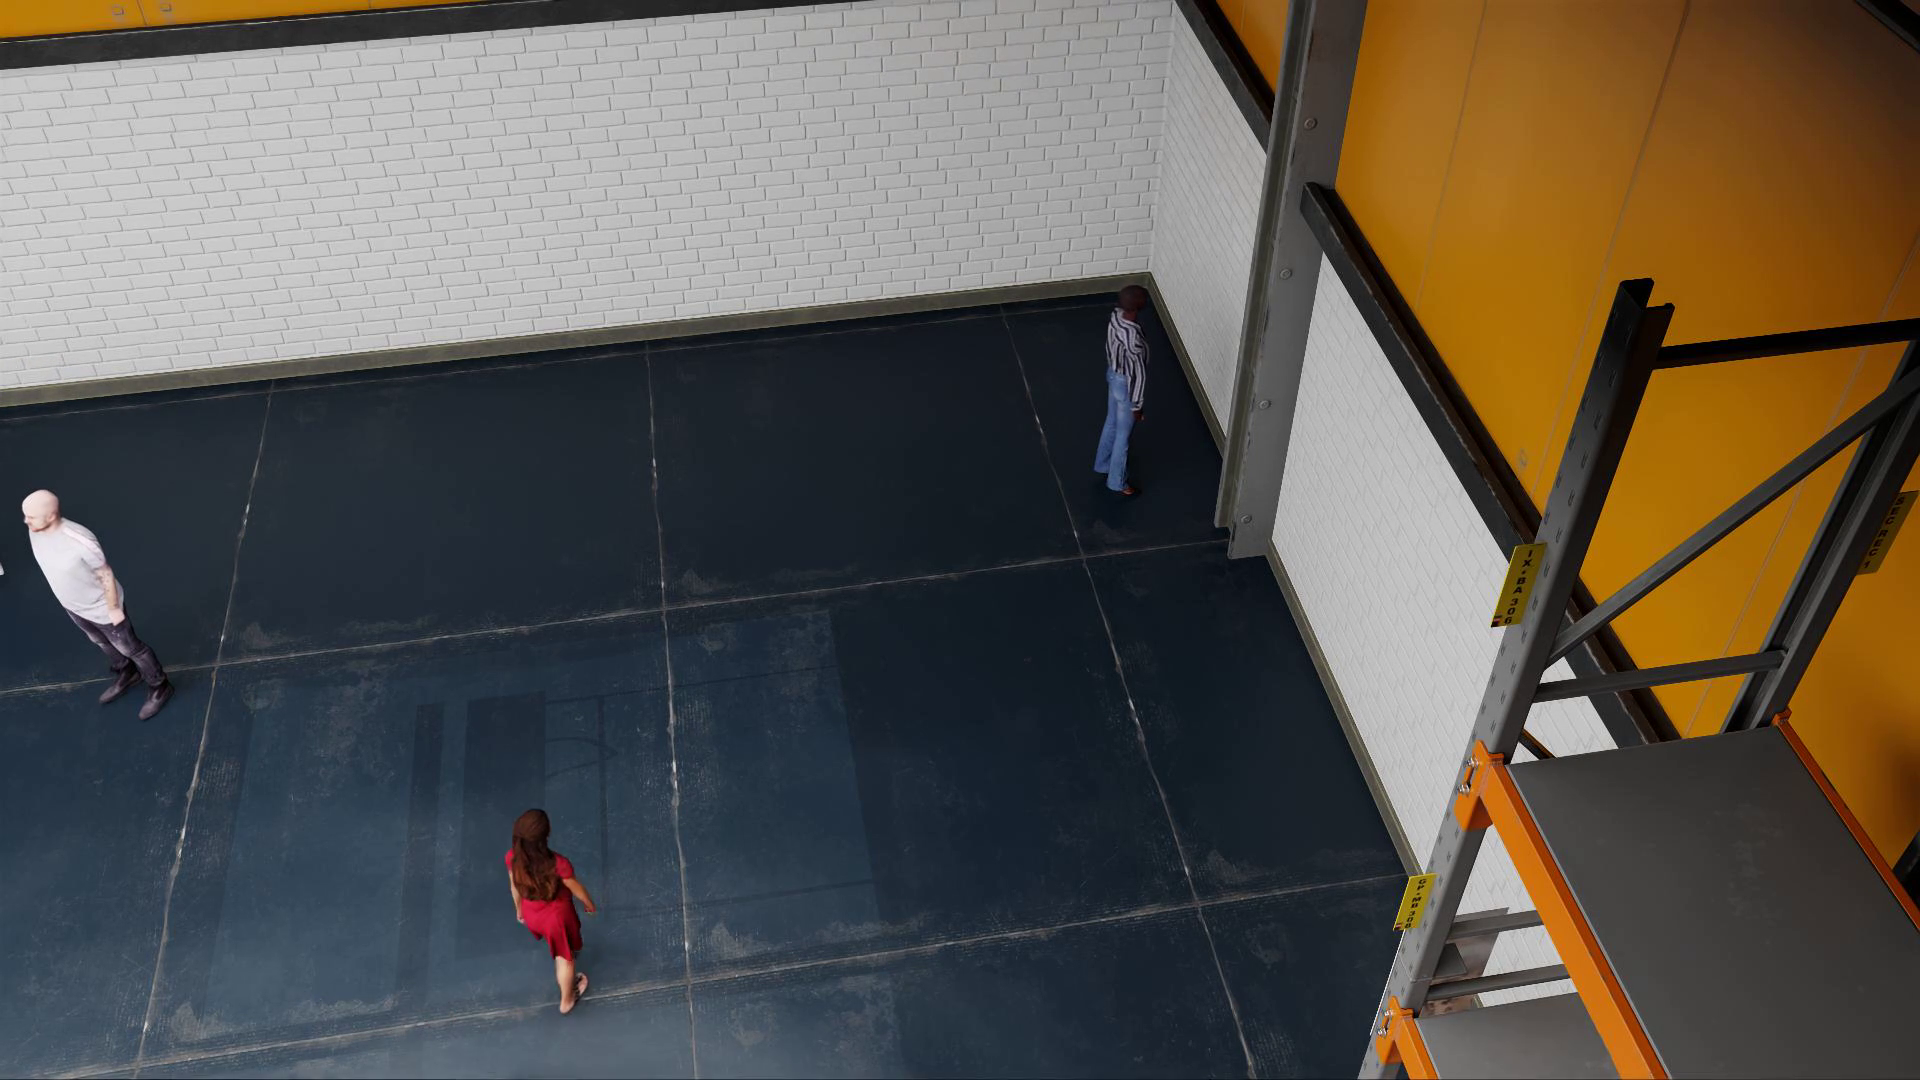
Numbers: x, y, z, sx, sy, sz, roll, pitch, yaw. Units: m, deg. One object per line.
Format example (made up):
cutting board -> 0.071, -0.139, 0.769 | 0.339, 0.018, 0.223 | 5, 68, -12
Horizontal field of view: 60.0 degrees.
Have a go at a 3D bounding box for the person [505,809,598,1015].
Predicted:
person -> -2.212, 2.029, 8.869 | 0.701, 1.536, 0.819 | 8, 44, 9

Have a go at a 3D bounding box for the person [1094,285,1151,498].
person -> 1.178, -1.082, 11.947 | 0.698, 1.795, 0.485 | -10, 45, -11

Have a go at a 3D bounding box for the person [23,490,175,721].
person -> -5.408, 0.372, 10.394 | 0.755, 1.831, 0.780 | 19, 47, 19
